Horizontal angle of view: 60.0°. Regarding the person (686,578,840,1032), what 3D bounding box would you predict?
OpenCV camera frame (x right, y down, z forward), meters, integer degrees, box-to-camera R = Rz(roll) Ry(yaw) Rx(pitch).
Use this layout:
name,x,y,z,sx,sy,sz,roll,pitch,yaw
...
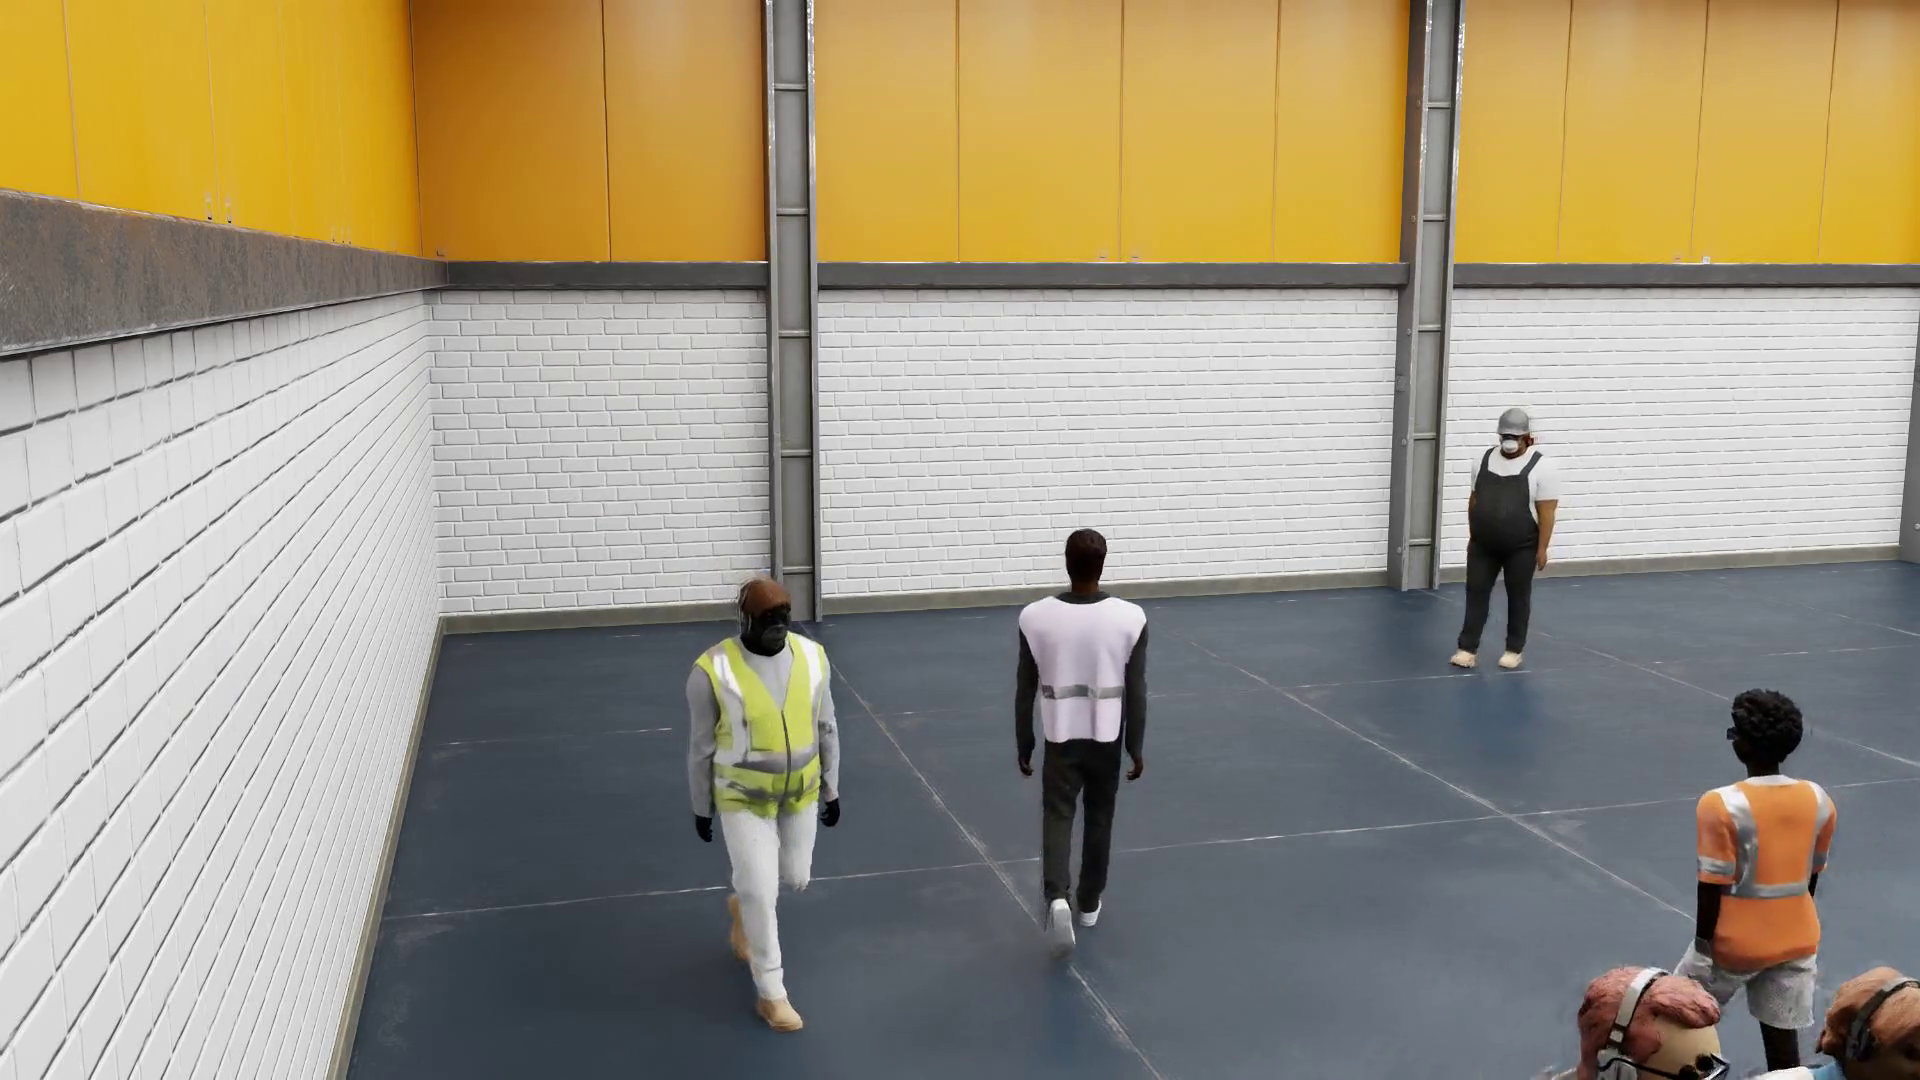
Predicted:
name,x,y,z,sx,sy,sz,roll,pitch,yaw
person,-0.832,1.029,6.876,0.626,1.821,0.762,-6,11,-32

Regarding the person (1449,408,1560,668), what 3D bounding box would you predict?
name,x,y,z,sx,sy,sz,roll,pitch,yaw
person,4.116,-0.002,12.635,0.706,2.000,0.758,7,12,39

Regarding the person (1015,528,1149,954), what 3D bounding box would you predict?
name,x,y,z,sx,sy,sz,roll,pitch,yaw
person,0.544,0.894,7.510,0.595,1.897,0.791,1,9,6

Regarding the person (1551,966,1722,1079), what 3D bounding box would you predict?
name,x,y,z,sx,sy,sz,roll,pitch,yaw
person,1.046,1.629,2.952,0.671,1.886,0.637,-7,11,-37

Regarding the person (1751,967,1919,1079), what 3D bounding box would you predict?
name,x,y,z,sx,sy,sz,roll,pitch,yaw
person,1.824,1.655,3.580,0.541,1.616,0.482,1,9,3

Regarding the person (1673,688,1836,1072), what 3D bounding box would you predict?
name,x,y,z,sx,sy,sz,roll,pitch,yaw
person,2.592,1.308,5.565,0.553,1.668,0.693,-3,9,-16
